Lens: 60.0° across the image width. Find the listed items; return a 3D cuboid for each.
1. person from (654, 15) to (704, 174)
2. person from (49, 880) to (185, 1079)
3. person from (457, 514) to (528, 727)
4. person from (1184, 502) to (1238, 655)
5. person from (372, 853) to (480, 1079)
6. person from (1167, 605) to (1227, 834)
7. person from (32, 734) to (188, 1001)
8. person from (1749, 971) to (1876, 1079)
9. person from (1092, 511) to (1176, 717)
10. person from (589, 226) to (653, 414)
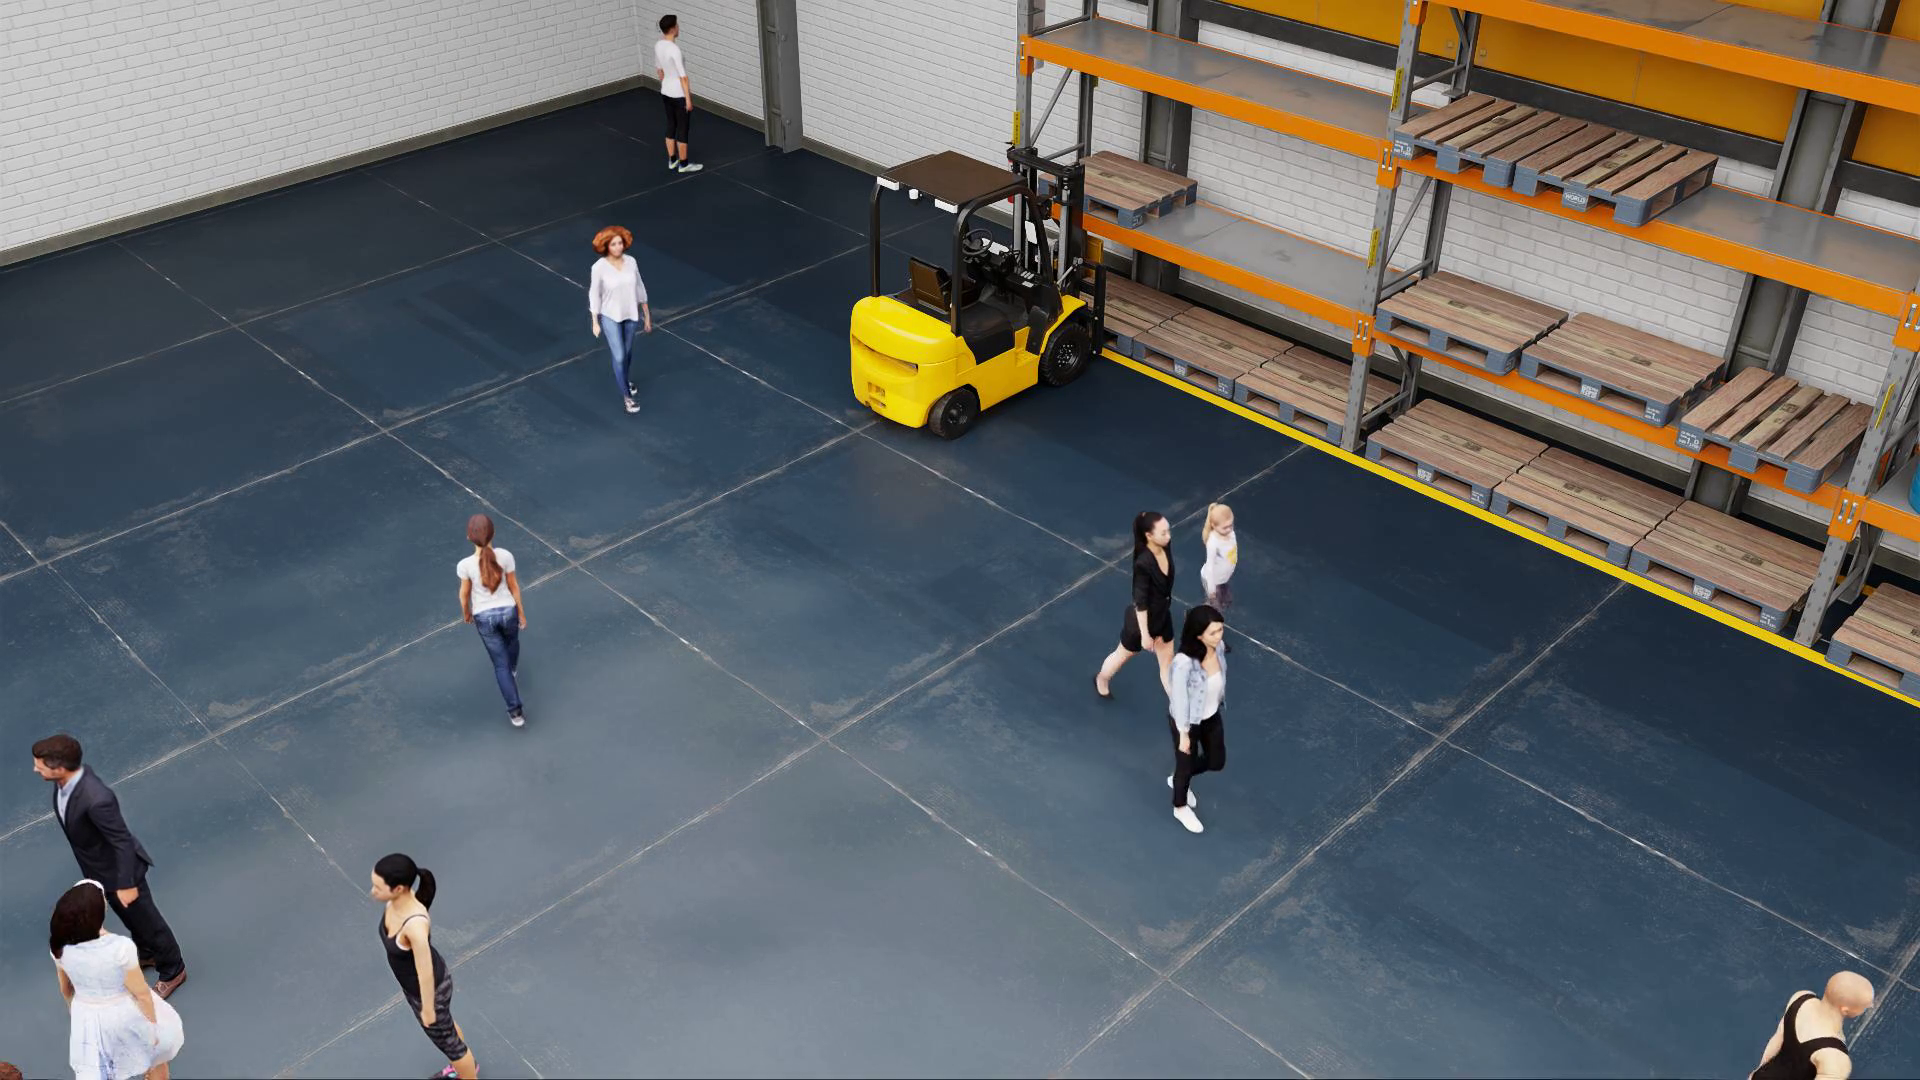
[{"bbox_3d":[-3.401,-5.319,19.809,0.733,1.851,0.476,-27,42,-35],"label":"person"},{"bbox_3d":[-4.154,2.472,8.149,1.092,1.782,1.168,-3,34,-5],"label":"person"},{"bbox_3d":[-3.132,0.560,11.264,0.813,1.517,1.109,-13,36,-19],"label":"person"},{"bbox_3d":[1.791,0.248,11.963,0.678,1.265,0.574,19,38,26],"label":"person"},{"bbox_3d":[-2.722,2.266,8.516,0.657,1.720,0.529,-21,39,-28],"label":"person"},{"bbox_3d":[1.397,1.081,10.319,0.627,1.696,0.654,-24,41,-32],"label":"person"},{"bbox_3d":[-4.656,1.783,9.113,0.530,1.863,0.708,24,40,31],"label":"person"},{"bbox_3d":[3.770,2.680,7.835,1.198,1.782,1.116,0,34,0],"label":"person"},{"bbox_3d":[1.179,0.525,11.194,1.064,1.653,0.716,22,39,29],"label":"person"},{"bbox_3d":[-3.122,-2.069,15.066,0.766,1.689,1.037,-21,39,-29],"label":"person"}]
